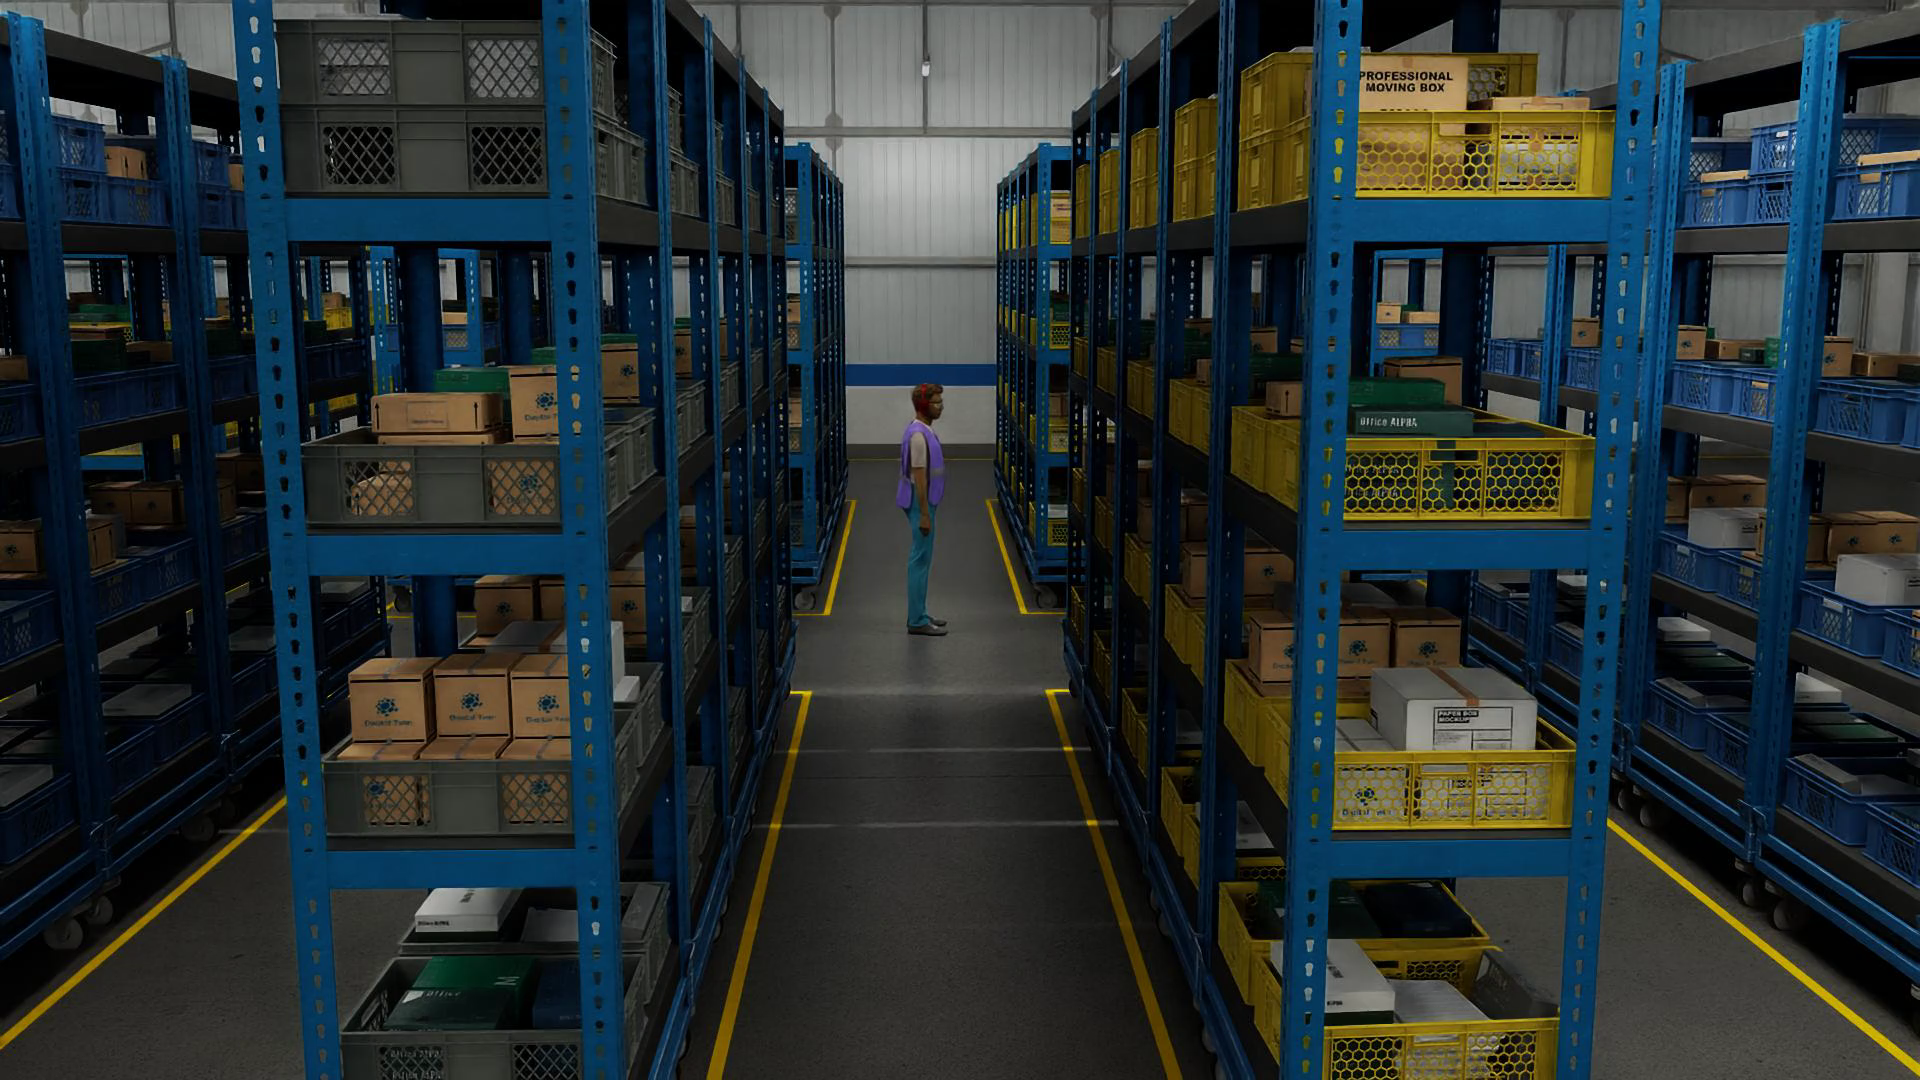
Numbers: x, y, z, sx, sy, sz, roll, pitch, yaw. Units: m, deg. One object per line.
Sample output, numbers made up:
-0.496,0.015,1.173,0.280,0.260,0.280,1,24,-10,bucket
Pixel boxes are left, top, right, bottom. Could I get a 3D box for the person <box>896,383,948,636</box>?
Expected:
-0.280,-0.229,12.178,0.375,1.843,0.575,0,9,0,person
